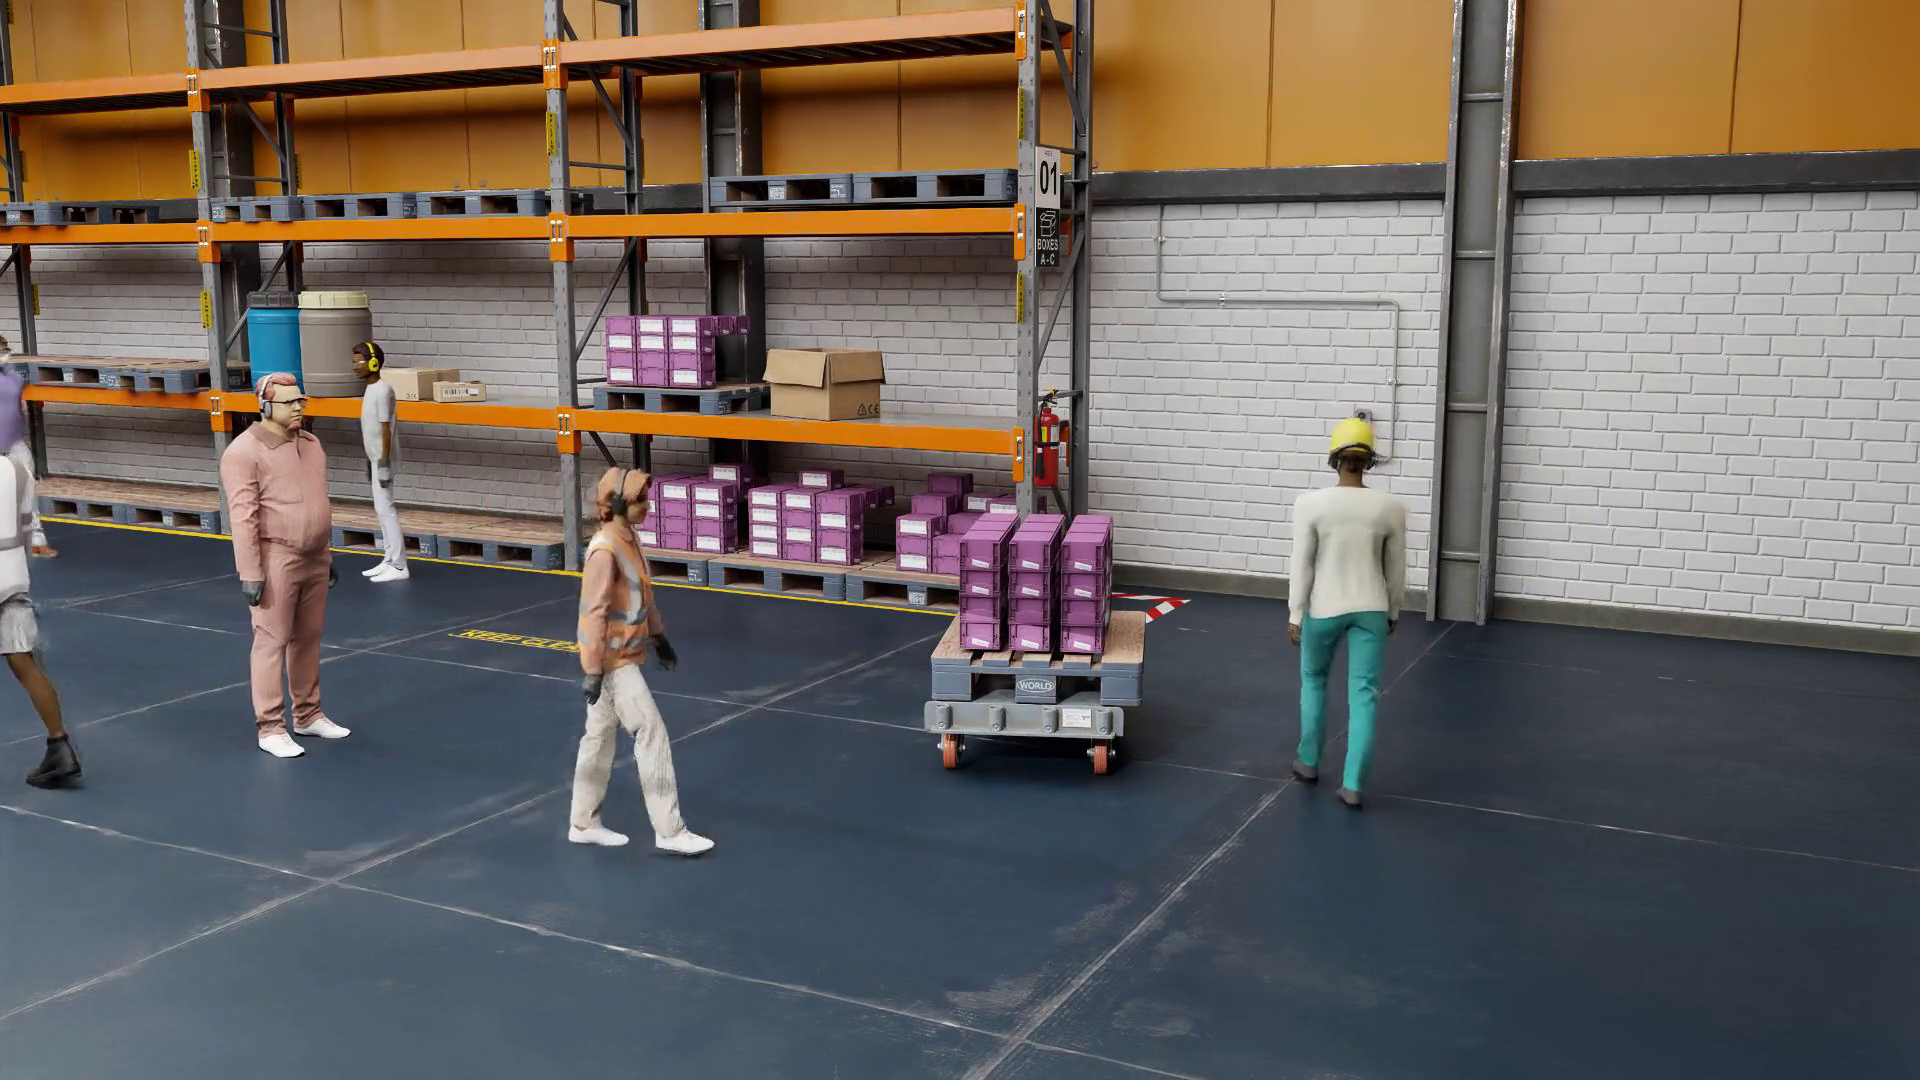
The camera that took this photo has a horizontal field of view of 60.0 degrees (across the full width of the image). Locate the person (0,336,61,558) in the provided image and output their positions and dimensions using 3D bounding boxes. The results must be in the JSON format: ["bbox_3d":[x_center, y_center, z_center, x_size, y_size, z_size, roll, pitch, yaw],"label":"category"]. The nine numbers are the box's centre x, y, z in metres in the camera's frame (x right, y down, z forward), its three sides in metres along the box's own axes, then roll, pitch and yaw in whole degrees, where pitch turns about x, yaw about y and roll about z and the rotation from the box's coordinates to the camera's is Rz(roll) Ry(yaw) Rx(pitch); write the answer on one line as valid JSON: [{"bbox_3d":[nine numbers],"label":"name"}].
[{"bbox_3d":[-8.095,-0.787,13.933,0.997,1.903,0.636,3,10,16],"label":"person"}]

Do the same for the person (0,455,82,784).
[{"bbox_3d":[-4.561,0.218,7.806,1.026,1.883,0.546,5,11,29],"label":"person"}]

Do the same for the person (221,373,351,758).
[{"bbox_3d":[-3.354,0.115,8.348,0.408,1.906,0.653,3,10,17],"label":"person"}]

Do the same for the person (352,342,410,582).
[{"bbox_3d":[-4.526,-0.606,12.961,0.320,1.860,0.505,-5,11,-29],"label":"person"}]

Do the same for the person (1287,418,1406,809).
[{"bbox_3d":[1.755,0.312,7.624,0.548,1.734,0.750,0,9,1],"label":"person"}]

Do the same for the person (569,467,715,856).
[{"bbox_3d":[-1.306,0.505,6.859,0.751,1.609,0.541,-1,9,-4],"label":"person"}]
